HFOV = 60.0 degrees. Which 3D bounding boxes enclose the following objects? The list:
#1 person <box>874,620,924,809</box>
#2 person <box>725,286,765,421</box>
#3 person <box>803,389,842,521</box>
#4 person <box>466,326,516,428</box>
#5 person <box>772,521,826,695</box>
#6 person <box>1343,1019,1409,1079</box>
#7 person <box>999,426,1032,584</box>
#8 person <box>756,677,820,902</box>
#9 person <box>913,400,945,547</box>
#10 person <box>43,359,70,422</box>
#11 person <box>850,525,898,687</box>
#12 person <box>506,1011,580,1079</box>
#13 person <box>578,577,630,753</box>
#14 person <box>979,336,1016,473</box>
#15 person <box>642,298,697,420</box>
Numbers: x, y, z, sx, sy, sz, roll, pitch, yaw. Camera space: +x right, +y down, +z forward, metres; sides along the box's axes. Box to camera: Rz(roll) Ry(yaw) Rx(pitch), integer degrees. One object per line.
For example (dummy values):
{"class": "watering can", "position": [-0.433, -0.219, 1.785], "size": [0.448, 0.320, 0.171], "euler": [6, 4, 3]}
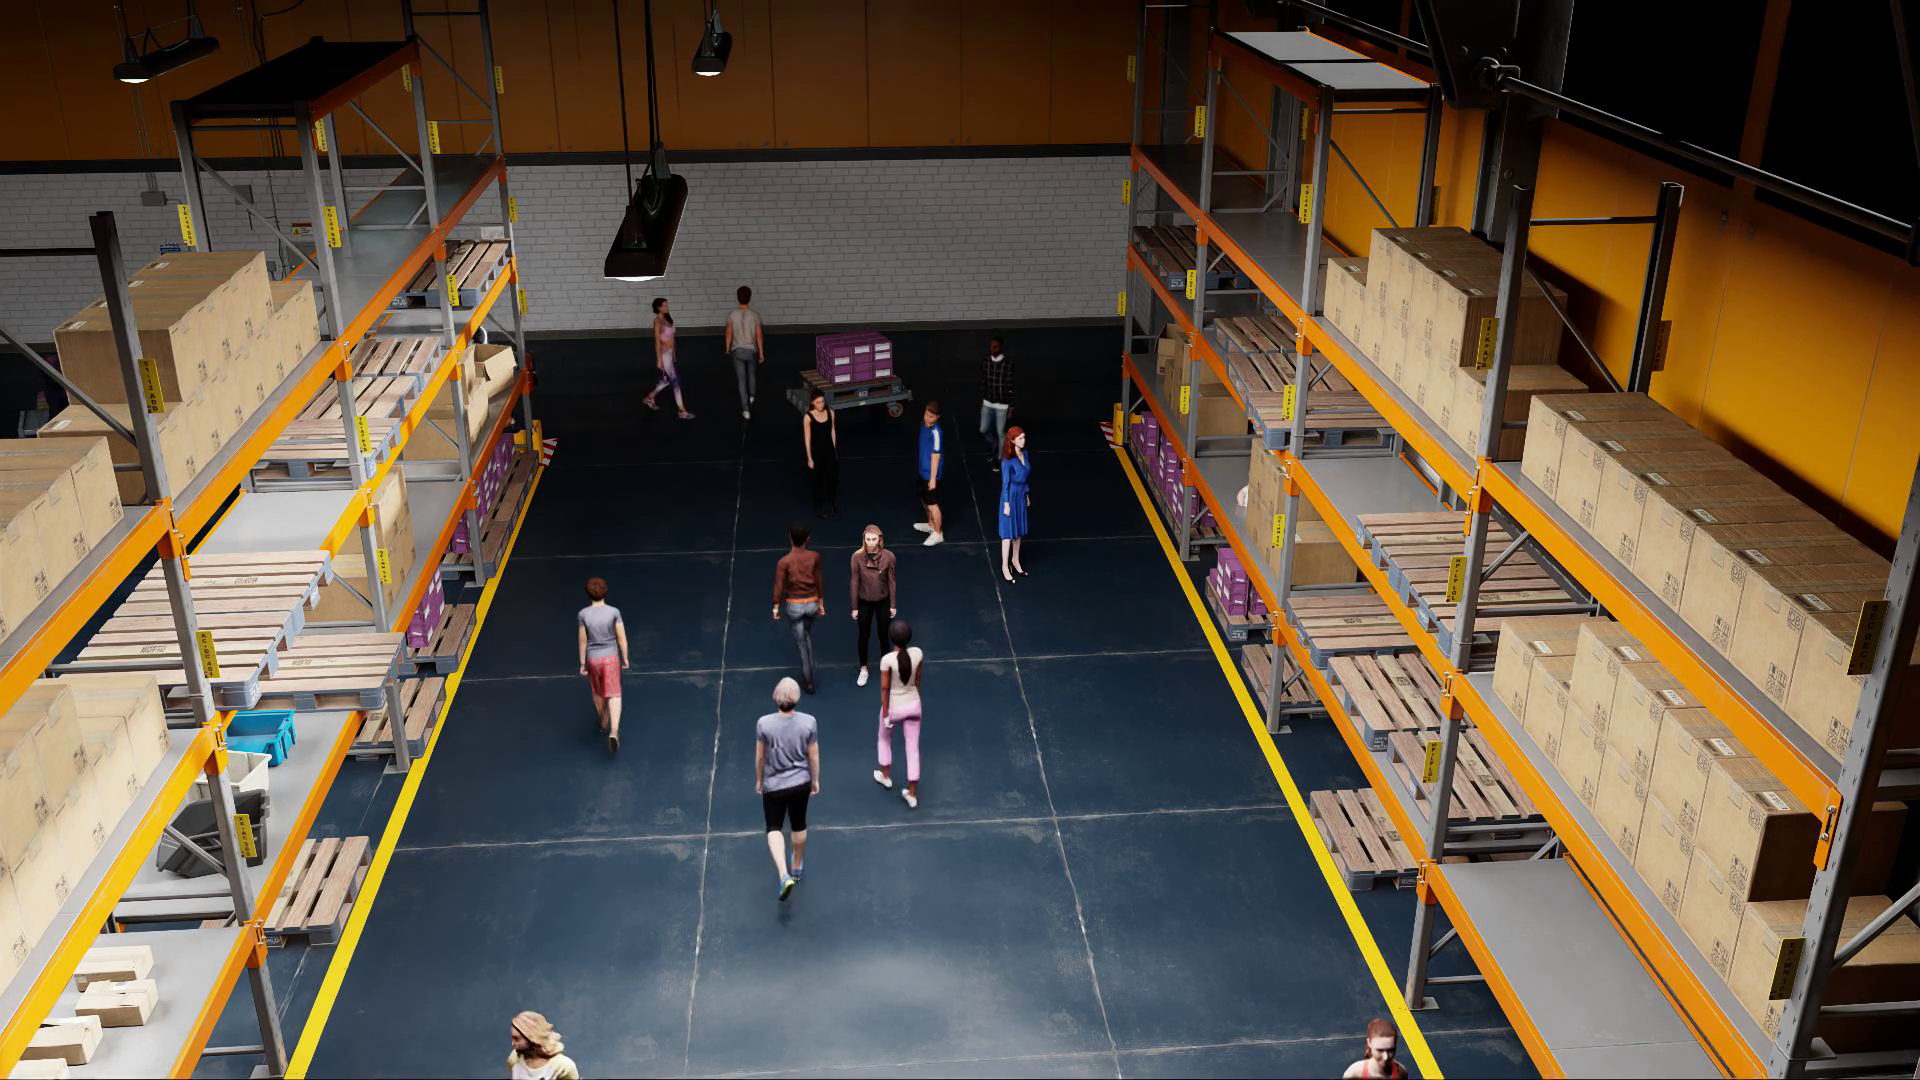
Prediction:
{"class": "person", "position": [-0.466, 1.522, 14.381], "size": [0.729, 1.719, 0.925], "euler": [-9, 25, -20]}
{"class": "person", "position": [-3.067, -2.627, 23.718], "size": [0.785, 1.844, 1.207], "euler": [-5, 24, -12]}
{"class": "person", "position": [-1.743, -1.071, 20.373], "size": [0.729, 1.673, 0.779], "euler": [-13, 27, -28]}
{"class": "person", "position": [-6.593, -2.369, 23.117], "size": [1.136, 1.852, 1.146], "euler": [-17, 29, -34]}
{"class": "person", "position": [-1.508, 0.708, 16.200], "size": [0.771, 1.756, 0.770], "euler": [-13, 27, -26]}
{"class": "person", "position": [2.388, 3.532, 9.742], "size": [0.556, 1.753, 0.531], "euler": [-2, 24, -5]}
{"class": "person", "position": [0.614, -0.413, 18.672], "size": [0.768, 1.829, 0.702], "euler": [17, 29, 34]}
{"class": "person", "position": [-1.361, 1.988, 13.130], "size": [0.739, 1.869, 1.026], "euler": [-5, 24, -11]}
{"class": "person", "position": [-0.339, -0.803, 19.558], "size": [0.950, 1.834, 0.645], "euler": [-4, 24, -10]}
{"class": "person", "position": [-11.531, -1.529, 21.449], "size": [0.789, 1.650, 0.700], "euler": [6, 24, 13]}
{"class": "person", "position": [-0.848, 0.629, 16.444], "size": [0.600, 1.704, 0.477], "euler": [-2, 24, -4]}
{"class": "person", "position": [-2.405, 3.475, 9.935], "size": [0.764, 1.703, 0.822], "euler": [7, 24, 15]}
{"class": "person", "position": [-3.288, 1.164, 15.319], "size": [0.624, 1.626, 1.062], "euler": [-3, 24, -7]}
{"class": "person", "position": [0.537, -1.831, 21.944], "size": [0.827, 1.806, 0.876], "euler": [10, 25, 21]}
{"class": "person", "position": [-4.262, -2.594, 23.771], "size": [0.857, 1.741, 1.090], "euler": [4, 24, 9]}
